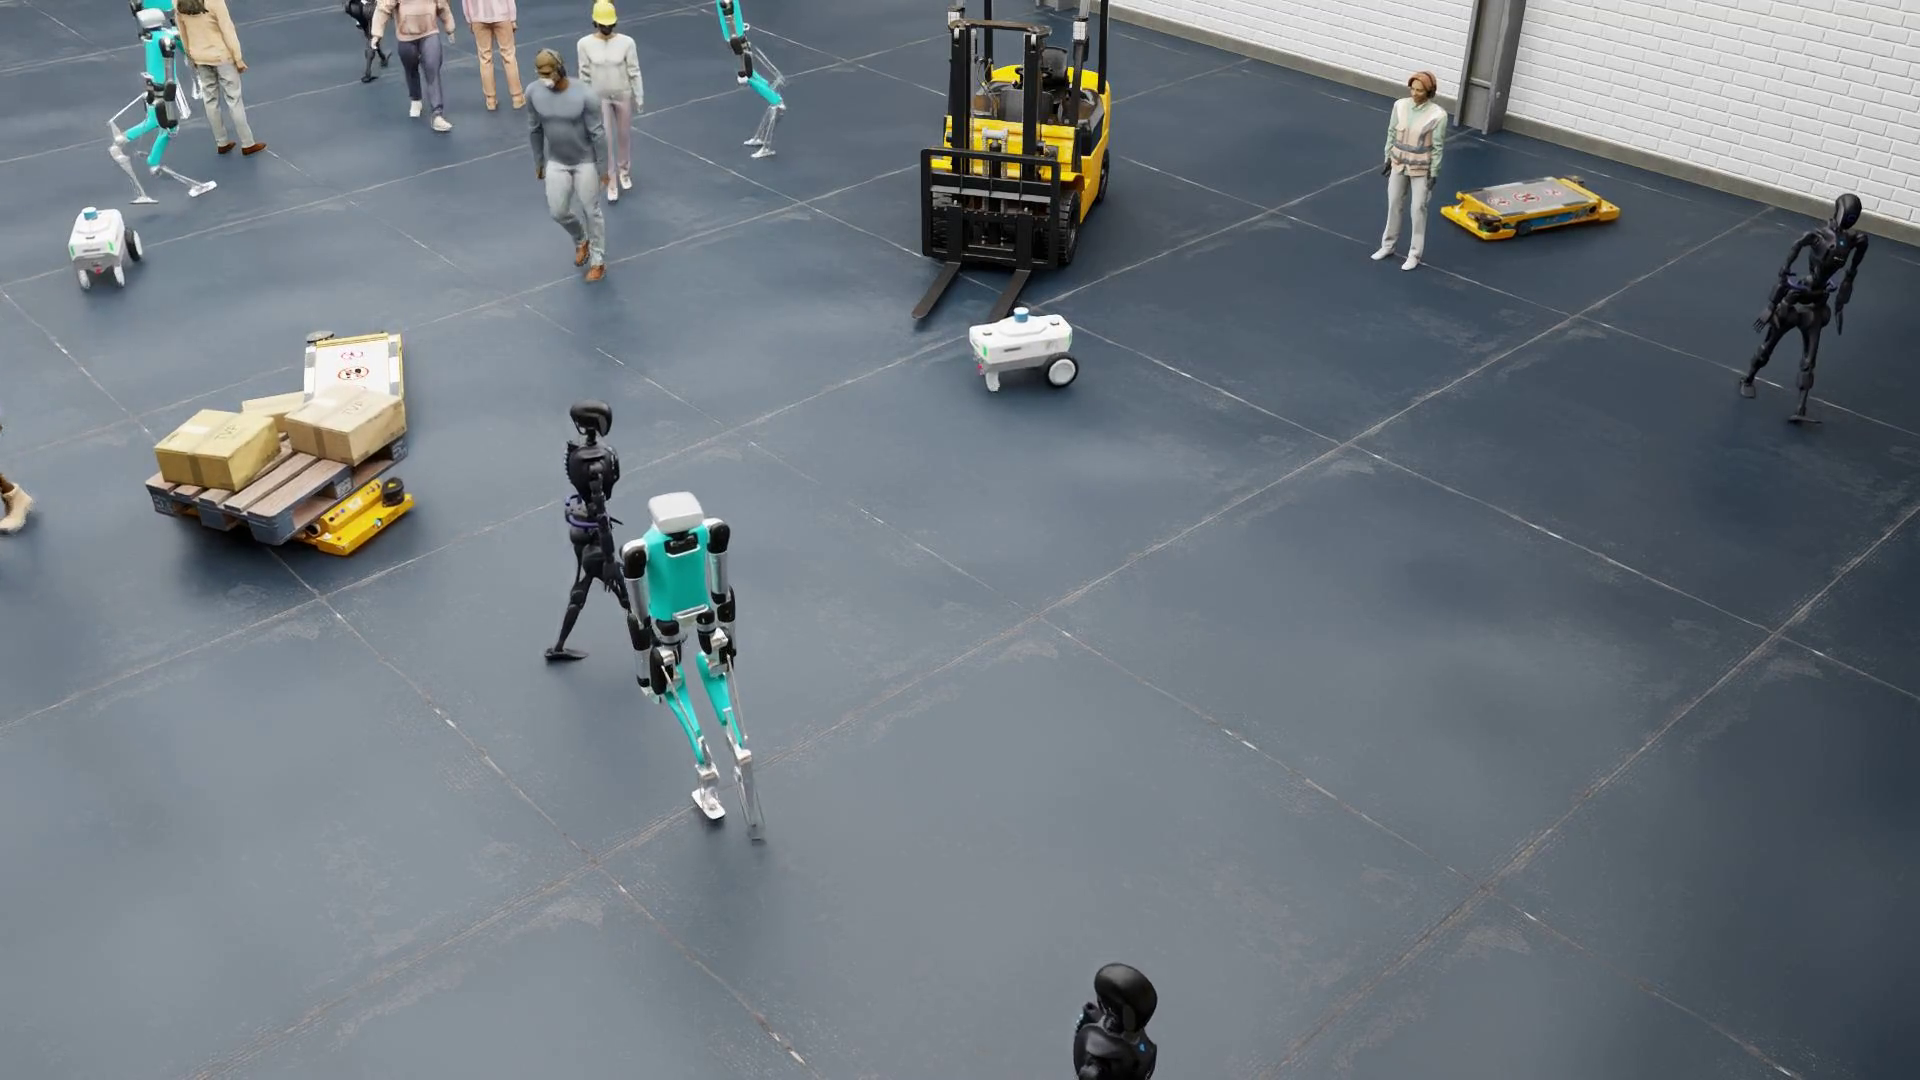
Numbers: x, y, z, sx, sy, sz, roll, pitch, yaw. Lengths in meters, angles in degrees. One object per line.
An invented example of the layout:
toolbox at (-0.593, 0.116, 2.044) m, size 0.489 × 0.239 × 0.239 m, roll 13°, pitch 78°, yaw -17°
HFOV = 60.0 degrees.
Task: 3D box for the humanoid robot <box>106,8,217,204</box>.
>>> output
humanoid robot at (-7.166, -3.696, 14.539) m, size 0.984 × 1.741 × 0.530 m, roll -24°, pitch 40°, yaw -32°

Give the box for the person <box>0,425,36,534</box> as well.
person at (-5.981, -0.771, 9.798) m, size 0.612 × 2.018 × 0.945 m, roll 7°, pitch 34°, yaw 11°

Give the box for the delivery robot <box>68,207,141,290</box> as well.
delivery robot at (-7.067, -2.434, 13.660) m, size 0.499 × 0.603 × 0.803 m, roll -10°, pitch 34°, yaw -15°

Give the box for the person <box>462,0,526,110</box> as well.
person at (-4.751, -5.256, 16.865) m, size 0.519 × 1.781 × 0.402 m, roll -3°, pitch 33°, yaw -5°

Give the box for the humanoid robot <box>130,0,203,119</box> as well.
humanoid robot at (-8.007, -5.213, 16.871) m, size 0.564 × 1.774 × 0.982 m, roll -9°, pitch 34°, yaw -13°

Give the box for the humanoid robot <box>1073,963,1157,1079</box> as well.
humanoid robot at (0.425, 2.037, 5.808) m, size 0.795 × 1.641 × 0.598 m, roll 18°, pitch 37°, yaw 25°

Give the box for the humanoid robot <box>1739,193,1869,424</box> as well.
humanoid robot at (5.794, -1.609, 11.399) m, size 0.610 × 1.614 × 0.797 m, roll -2°, pitch 33°, yaw -3°

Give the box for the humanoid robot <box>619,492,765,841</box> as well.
humanoid robot at (-1.172, 0.725, 7.818) m, size 0.552 × 1.897 × 0.769 m, roll -20°, pitch 38°, yaw -28°

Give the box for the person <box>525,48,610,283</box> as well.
person at (-3.097, -2.998, 13.274) m, size 0.671 × 1.914 × 0.442 m, roll 6°, pitch 34°, yaw 9°

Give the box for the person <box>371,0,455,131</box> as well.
person at (-5.416, -5.012, 16.461) m, size 0.865 × 1.806 × 0.972 m, roll -15°, pitch 36°, yaw -22°

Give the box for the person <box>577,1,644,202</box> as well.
person at (-3.087, -3.905, 14.821) m, size 0.541 × 1.735 × 0.763 m, roll -8°, pitch 34°, yaw -12°

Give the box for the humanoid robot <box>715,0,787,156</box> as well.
humanoid robot at (-1.928, -4.524, 15.769) m, size 0.740 × 1.765 × 0.538 m, roll -5°, pitch 33°, yaw -7°

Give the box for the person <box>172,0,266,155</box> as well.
person at (-7.059, -4.567, 15.724) m, size 0.552 × 1.875 × 0.402 m, roll 6°, pitch 34°, yaw 9°

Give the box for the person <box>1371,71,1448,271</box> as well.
person at (3.681, -3.019, 13.565) m, size 0.313 × 1.632 × 0.519 m, roll -27°, pitch 42°, yaw -35°

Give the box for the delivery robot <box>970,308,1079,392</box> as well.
delivery robot at (0.449, -1.406, 12.051) m, size 0.738 × 0.573 × 0.511 m, roll -11°, pitch 34°, yaw -16°

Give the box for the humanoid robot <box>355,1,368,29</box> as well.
humanoid robot at (-6.985, -6.824, 19.326) m, size 0.546 × 1.733 × 1.032 m, roll -4°, pitch 33°, yaw -6°

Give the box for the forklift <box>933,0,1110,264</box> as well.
forklift at (0.570, -3.725, 14.138) m, size 1.214 × 2.155 × 2.313 m, roll 9°, pitch 34°, yaw 13°

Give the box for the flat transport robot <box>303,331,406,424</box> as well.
flat transport robot at (-4.334, -1.133, 11.914) m, size 0.659 × 0.231 × 1.431 m, roll -9°, pitch 34°, yaw -14°

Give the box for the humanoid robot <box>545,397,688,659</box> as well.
humanoid robot at (-1.963, -0.052, 9.014) m, size 0.796 × 1.621 × 0.591 m, roll -10°, pitch 34°, yaw -15°

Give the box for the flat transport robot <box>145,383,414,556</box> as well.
flat transport robot at (-4.281, -0.278, 10.601) m, size 1.431 × 0.231 × 0.659 m, roll 13°, pitch 35°, yaw 20°

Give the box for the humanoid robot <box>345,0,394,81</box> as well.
humanoid robot at (-6.393, -5.839, 17.892) m, size 0.599 × 1.620 × 0.784 m, roll 9°, pitch 34°, yaw 14°

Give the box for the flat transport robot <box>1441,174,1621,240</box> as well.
flat transport robot at (5.044, -2.937, 14.687) m, size 1.431 × 0.231 × 0.659 m, roll -12°, pitch 35°, yaw -18°
